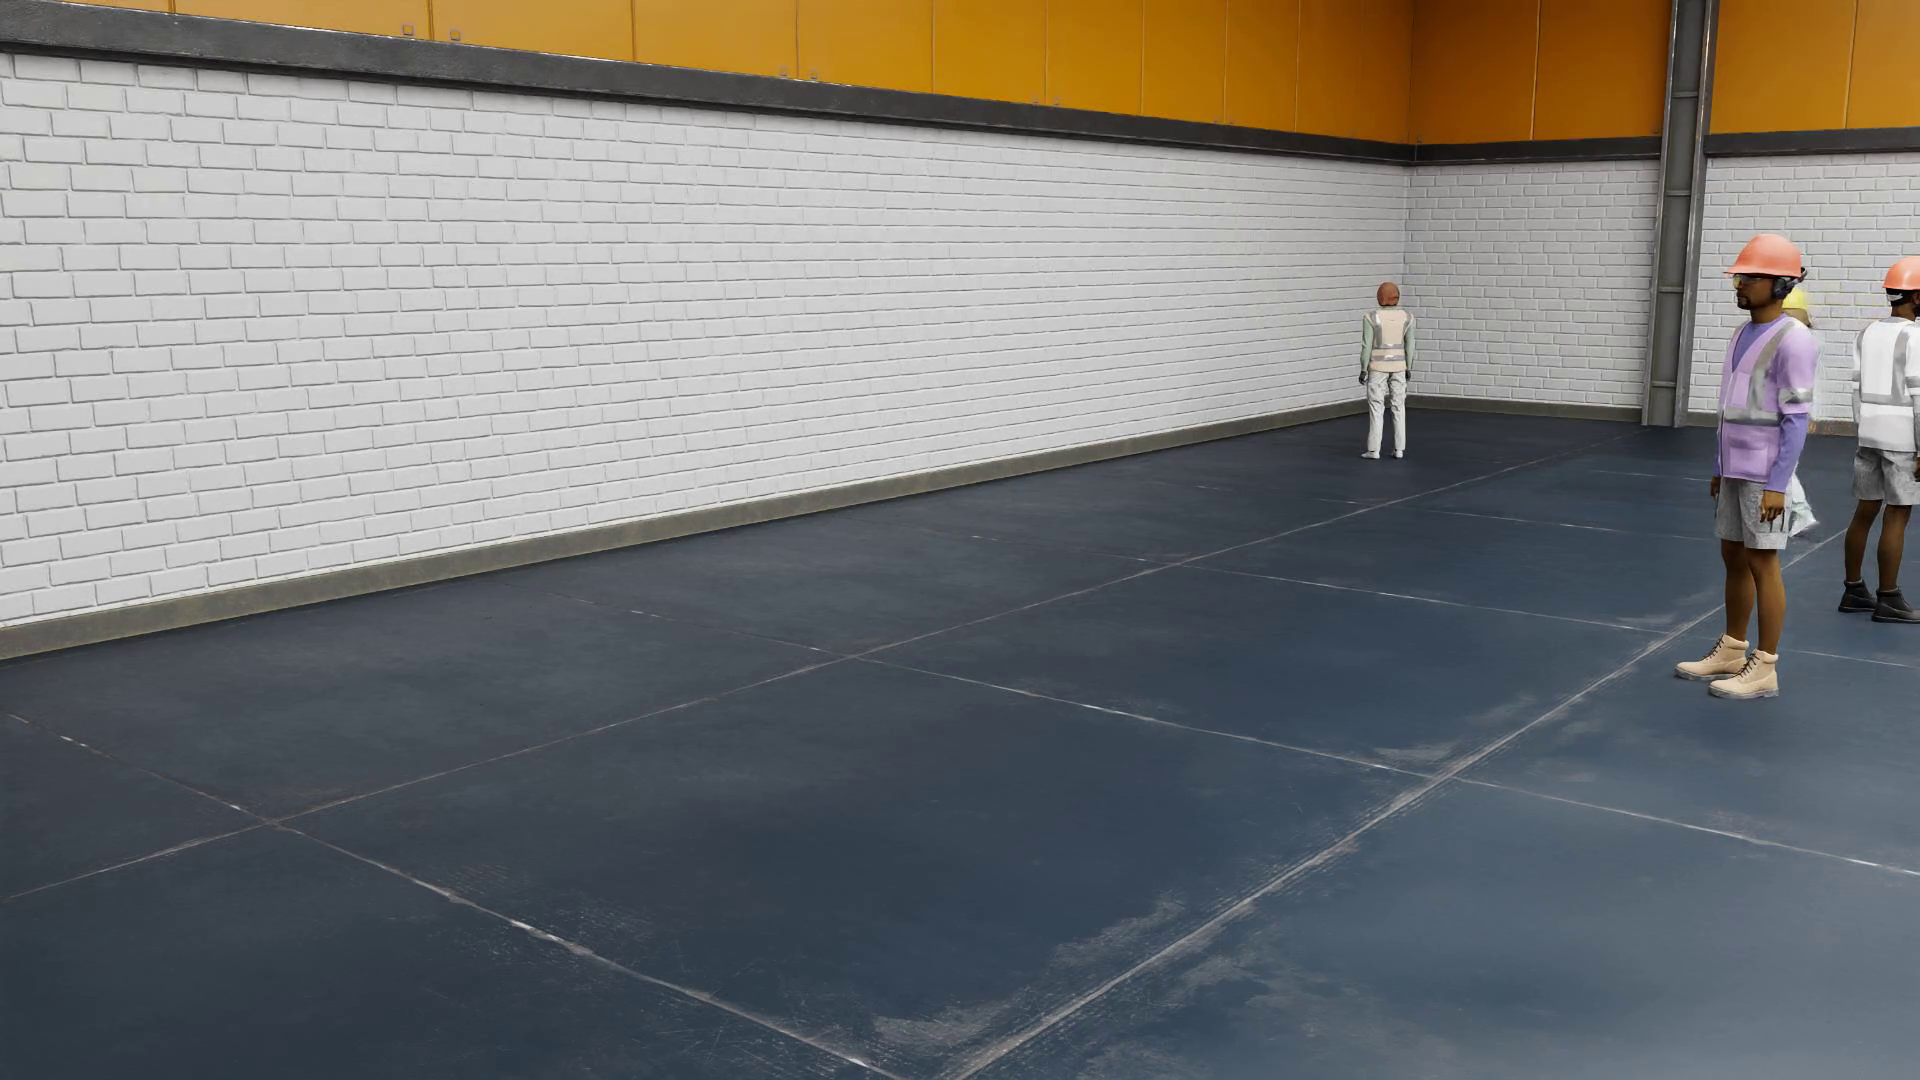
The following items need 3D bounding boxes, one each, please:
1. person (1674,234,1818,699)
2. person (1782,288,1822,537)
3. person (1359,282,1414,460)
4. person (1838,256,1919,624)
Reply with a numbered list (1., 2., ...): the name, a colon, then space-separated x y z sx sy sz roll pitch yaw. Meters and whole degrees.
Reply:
1. person: 3.507 -0.320 7.384 0.368 2.048 0.608 0 10 -1
2. person: 5.705 -0.892 11.495 0.500 1.707 0.858 -2 10 -12
3. person: 3.930 -1.550 15.337 0.522 1.636 0.310 -2 10 -10
4. person: 4.971 -0.528 8.840 0.354 1.939 0.544 -2 10 -10
